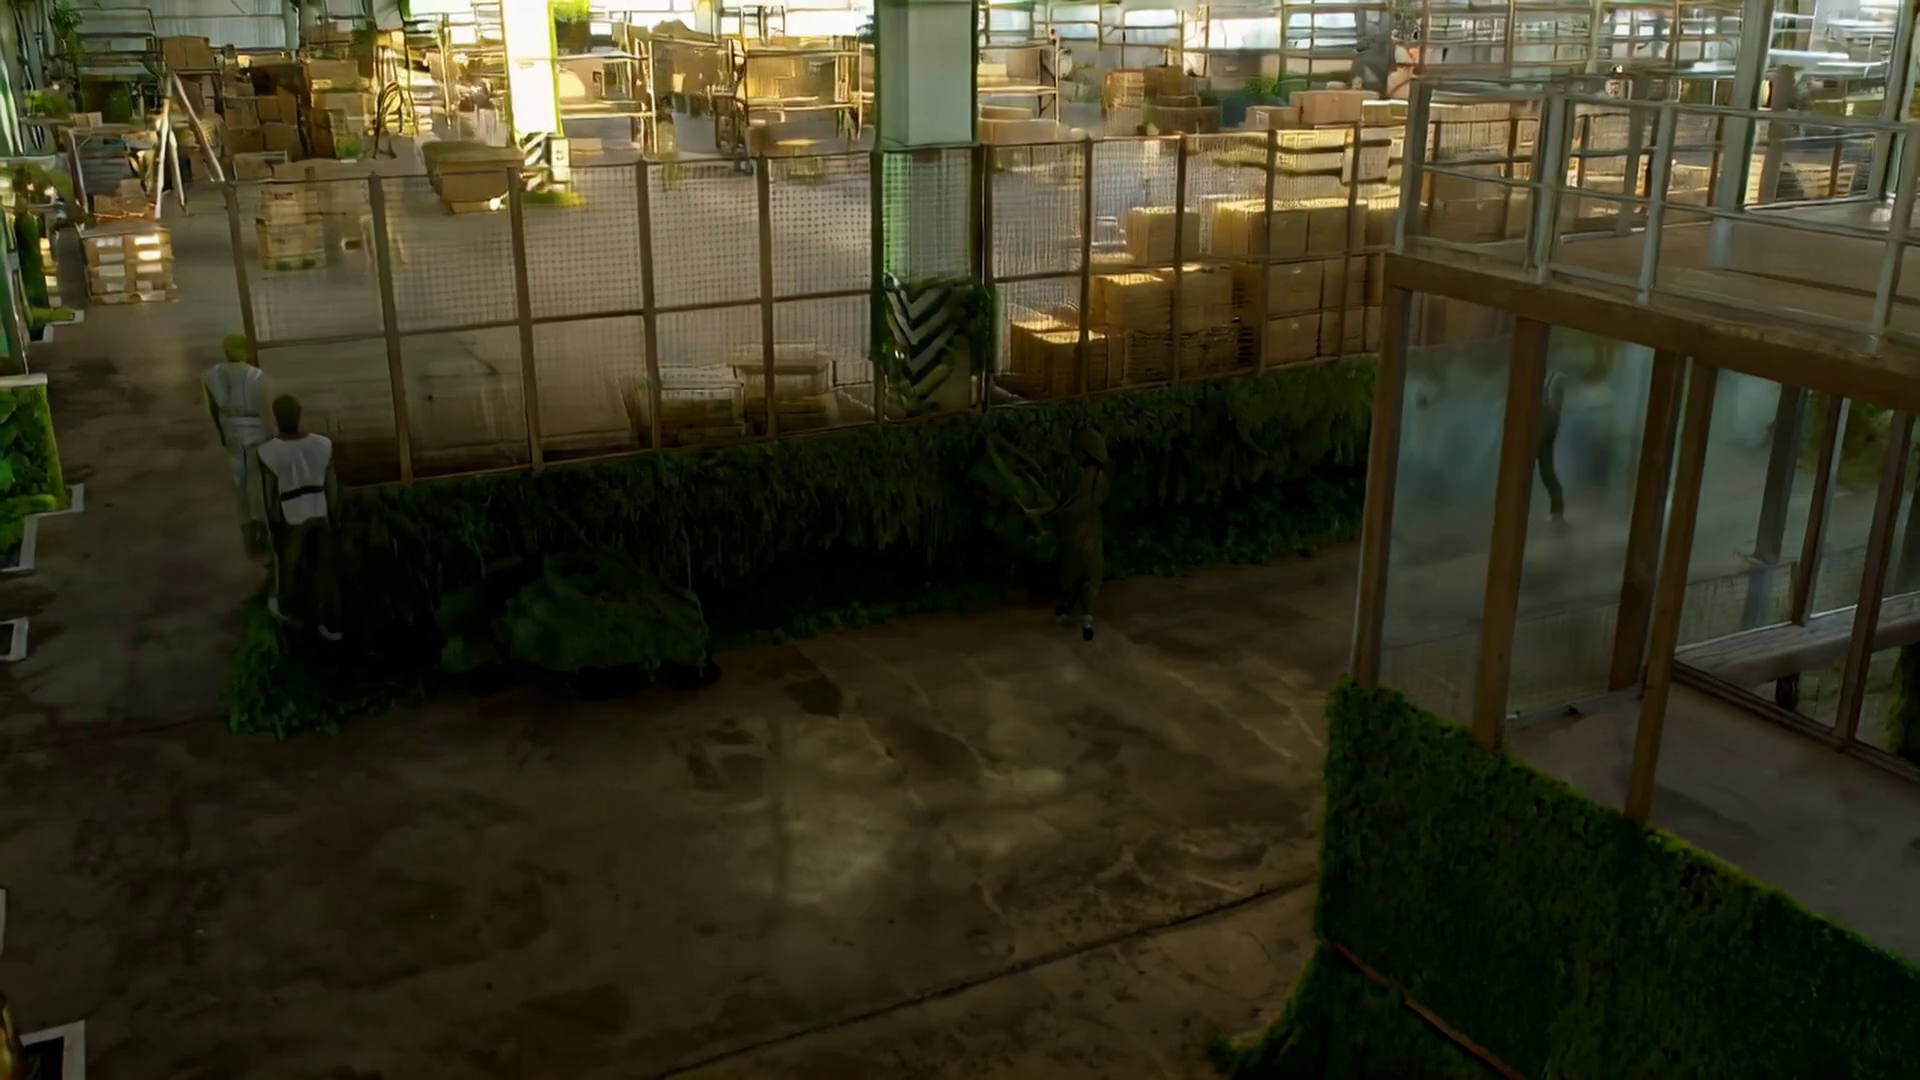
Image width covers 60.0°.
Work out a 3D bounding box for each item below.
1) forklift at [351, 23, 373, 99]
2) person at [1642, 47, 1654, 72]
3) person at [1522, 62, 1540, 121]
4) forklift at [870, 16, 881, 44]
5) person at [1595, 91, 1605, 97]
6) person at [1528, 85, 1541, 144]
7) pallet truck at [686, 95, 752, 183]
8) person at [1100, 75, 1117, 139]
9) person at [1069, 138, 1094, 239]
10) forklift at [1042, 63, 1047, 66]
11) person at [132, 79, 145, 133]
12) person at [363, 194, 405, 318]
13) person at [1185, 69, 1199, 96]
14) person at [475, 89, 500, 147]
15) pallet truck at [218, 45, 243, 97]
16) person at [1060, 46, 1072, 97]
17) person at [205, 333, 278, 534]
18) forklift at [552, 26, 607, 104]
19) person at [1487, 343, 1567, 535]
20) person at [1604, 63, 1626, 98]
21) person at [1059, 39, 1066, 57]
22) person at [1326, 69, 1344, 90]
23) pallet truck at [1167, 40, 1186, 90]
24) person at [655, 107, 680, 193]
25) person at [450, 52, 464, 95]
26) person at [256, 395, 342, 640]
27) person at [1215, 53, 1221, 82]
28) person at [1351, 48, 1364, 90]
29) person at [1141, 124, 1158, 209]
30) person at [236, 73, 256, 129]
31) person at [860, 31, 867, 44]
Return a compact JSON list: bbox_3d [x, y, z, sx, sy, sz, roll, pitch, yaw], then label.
[{"bbox_3d":[-23.202,-18.723,64.945,1.129,2.768,1.873,13,23,33],"label":"forklift"},{"bbox_3d":[28.658,-19.654,69.326,0.324,1.769,0.523,-10,21,-26],"label":"person"},{"bbox_3d":[19.092,-14.933,55.434,0.484,1.910,0.641,-7,20,-20],"label":"person"},{"bbox_3d":[-3.564,-22.246,75.158,1.129,2.768,1.873,-9,21,-25],"label":"forklift"},{"bbox_3d":[16.158,-10.408,42.264,0.552,1.937,0.356,-4,19,-12],"label":"person"},{"bbox_3d":[16.651,-12.315,48.156,0.536,1.697,0.318,-15,24,-37],"label":"person"},{"bbox_3d":[-5.836,-9.608,39.856,0.823,1.965,1.885,10,22,27],"label":"pallet truck"},{"bbox_3d":[4.437,-12.942,49.737,0.528,1.857,0.319,13,23,34],"label":"person"},{"bbox_3d":[2.300,-6.635,31.429,0.352,1.877,0.573,-15,24,-38],"label":"person"},{"bbox_3d":[4.374,-25.660,85.053,1.873,2.768,1.129,-9,21,-25],"label":"forklift"},{"bbox_3d":[-25.383,-13.402,51.412,0.519,1.633,0.312,6,20,16],"label":"person"},{"bbox_3d":[-8.395,-4.132,24.233,0.526,1.843,0.874,0,19,0],"label":"person"},{"bbox_3d":[7.895,-15.267,56.859,0.846,1.600,0.520,12,22,30],"label":"person"},{"bbox_3d":[-12.337,-10.818,43.487,0.633,1.919,0.738,-11,22,-28],"label":"person"},{"bbox_3d":[-28.879,-18.665,66.111,0.823,1.965,1.885,-3,19,-9],"label":"pallet truck"},{"bbox_3d":[4.226,-18.589,65.985,0.375,1.936,0.627,16,24,38],"label":"person"},{"bbox_3d":[-6.411,-0.956,15.010,0.621,1.845,0.429,5,20,13],"label":"person"},{"bbox_3d":[-14.388,-17.837,62.377,1.873,2.768,1.129,-9,21,-25],"label":"forklift"},{"bbox_3d":[5.244,-0.957,15.077,0.925,1.812,0.525,-15,24,-37],"label":"person"},{"bbox_3d":[20.831,-14.143,52.984,0.637,2.013,0.814,7,20,19],"label":"person"},{"bbox_3d":[4.718,-22.609,77.998,0.543,1.684,0.562,8,21,23],"label":"person"},{"bbox_3d":[11.472,-13.489,51.168,0.618,1.949,0.426,-6,20,-17],"label":"person"},{"bbox_3d":[9.045,-19.971,69.895,0.823,1.965,1.885,-3,19,-8],"label":"pallet truck"},{"bbox_3d":[-6.644,-8.856,37.793,0.603,1.920,0.394,11,22,30],"label":"person"},{"bbox_3d":[-20.003,-18.521,66.161,0.538,1.682,0.432,-1,19,-3],"label":"person"},{"bbox_3d":[-5.079,-0.199,12.771,0.624,1.866,0.984,-18,26,-42],"label":"person"},{"bbox_3d":[11.474,-21.534,74.518,0.552,1.937,0.356,15,24,37],"label":"person"},{"bbox_3d":[15.214,-17.748,63.476,0.549,1.975,0.652,-9,21,-24],"label":"person"},{"bbox_3d":[3.904,-7.591,34.178,0.347,1.884,0.584,3,19,9],"label":"person"},{"bbox_3d":[-21.581,-13.138,50.269,0.839,1.885,0.590,15,24,38],"label":"person"},{"bbox_3d":[-4.708,-24.225,82.396,0.993,1.883,0.568,-10,21,-27],"label":"person"}]
